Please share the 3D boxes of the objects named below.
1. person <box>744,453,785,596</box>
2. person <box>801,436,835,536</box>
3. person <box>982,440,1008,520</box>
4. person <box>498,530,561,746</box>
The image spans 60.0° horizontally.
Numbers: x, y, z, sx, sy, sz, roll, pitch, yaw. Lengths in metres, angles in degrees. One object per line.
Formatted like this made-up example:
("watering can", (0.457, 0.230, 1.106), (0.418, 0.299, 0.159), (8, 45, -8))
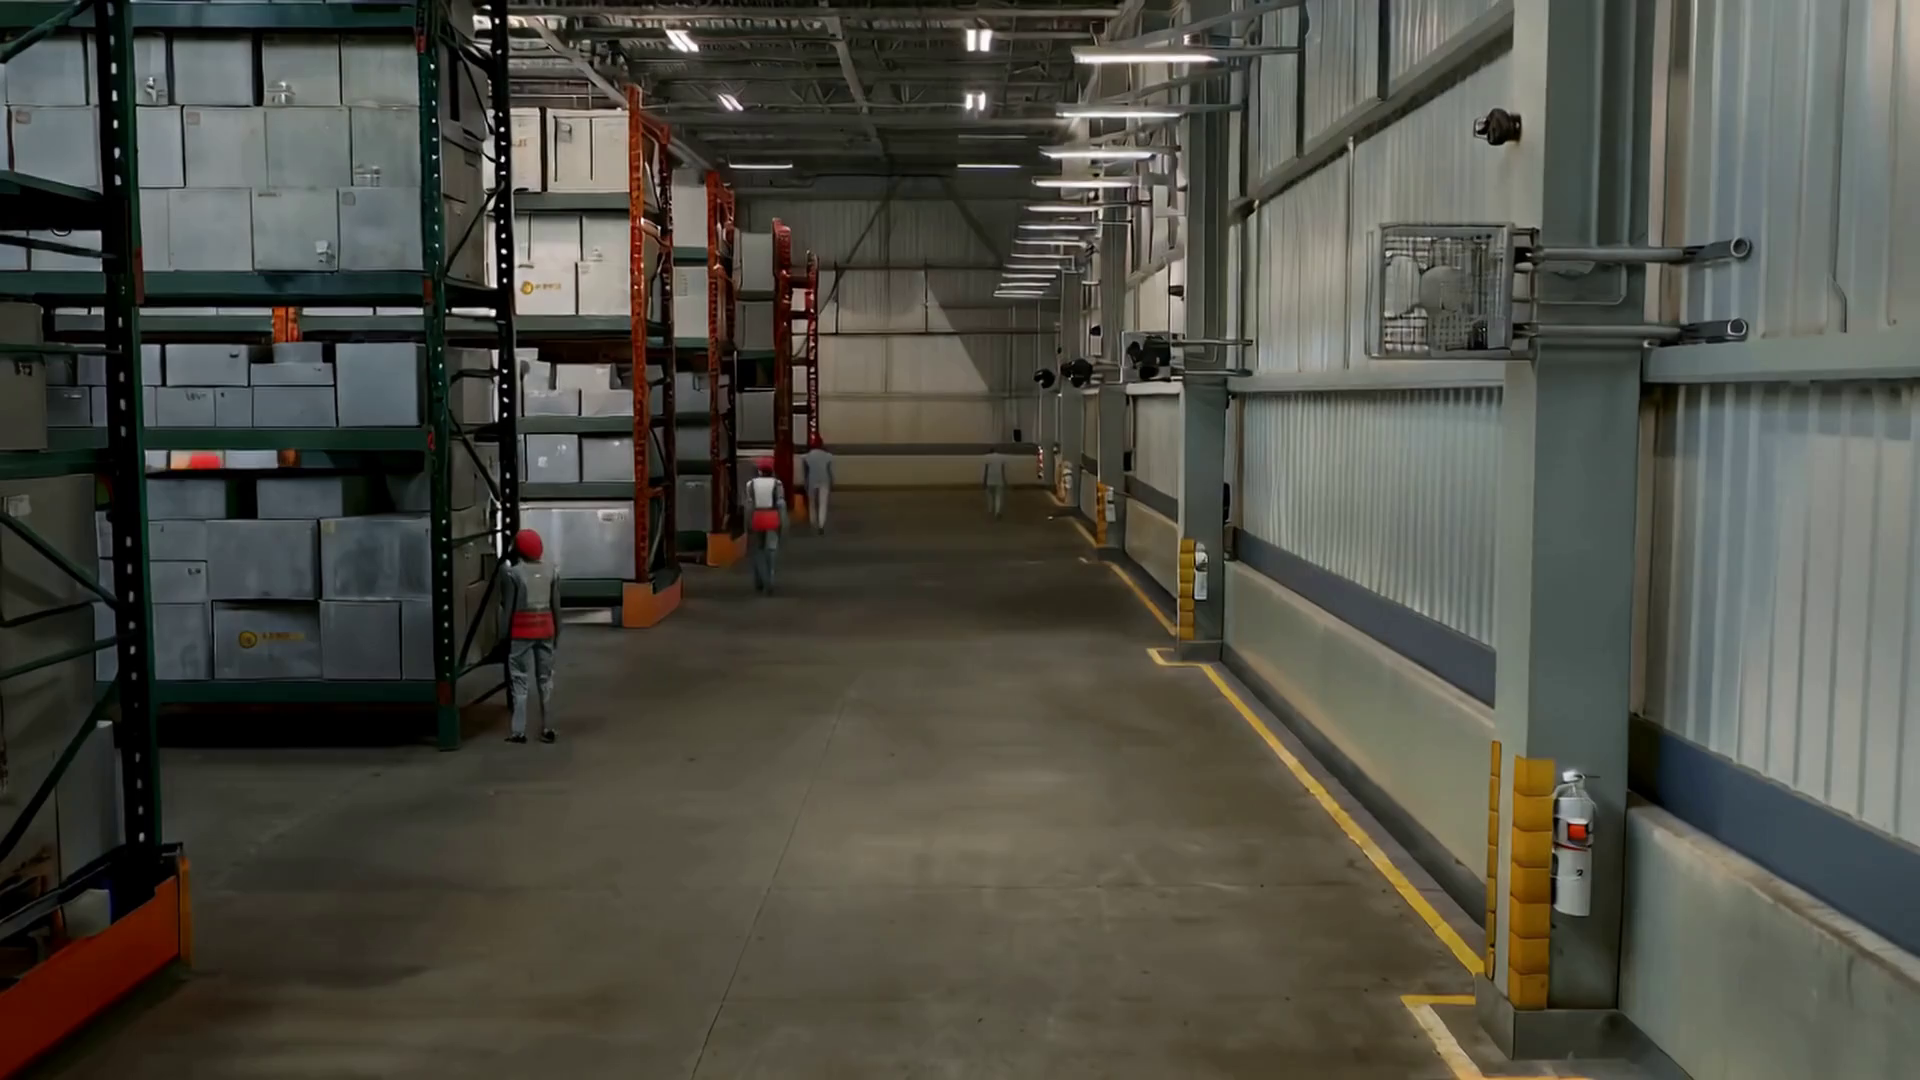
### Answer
("person", (-2.603, -0.212, 22.110), (0.538, 1.900, 0.991), (0, 5, 1))
("person", (-2.683, -1.015, 31.459), (0.625, 1.902, 1.013), (0, 5, -2))
("person", (0.750, -1.289, 35.646), (0.556, 1.716, 0.879), (0, 5, 0))
("person", (-3.237, 0.735, 12.550), (0.316, 1.631, 0.521), (5, 7, 42))
